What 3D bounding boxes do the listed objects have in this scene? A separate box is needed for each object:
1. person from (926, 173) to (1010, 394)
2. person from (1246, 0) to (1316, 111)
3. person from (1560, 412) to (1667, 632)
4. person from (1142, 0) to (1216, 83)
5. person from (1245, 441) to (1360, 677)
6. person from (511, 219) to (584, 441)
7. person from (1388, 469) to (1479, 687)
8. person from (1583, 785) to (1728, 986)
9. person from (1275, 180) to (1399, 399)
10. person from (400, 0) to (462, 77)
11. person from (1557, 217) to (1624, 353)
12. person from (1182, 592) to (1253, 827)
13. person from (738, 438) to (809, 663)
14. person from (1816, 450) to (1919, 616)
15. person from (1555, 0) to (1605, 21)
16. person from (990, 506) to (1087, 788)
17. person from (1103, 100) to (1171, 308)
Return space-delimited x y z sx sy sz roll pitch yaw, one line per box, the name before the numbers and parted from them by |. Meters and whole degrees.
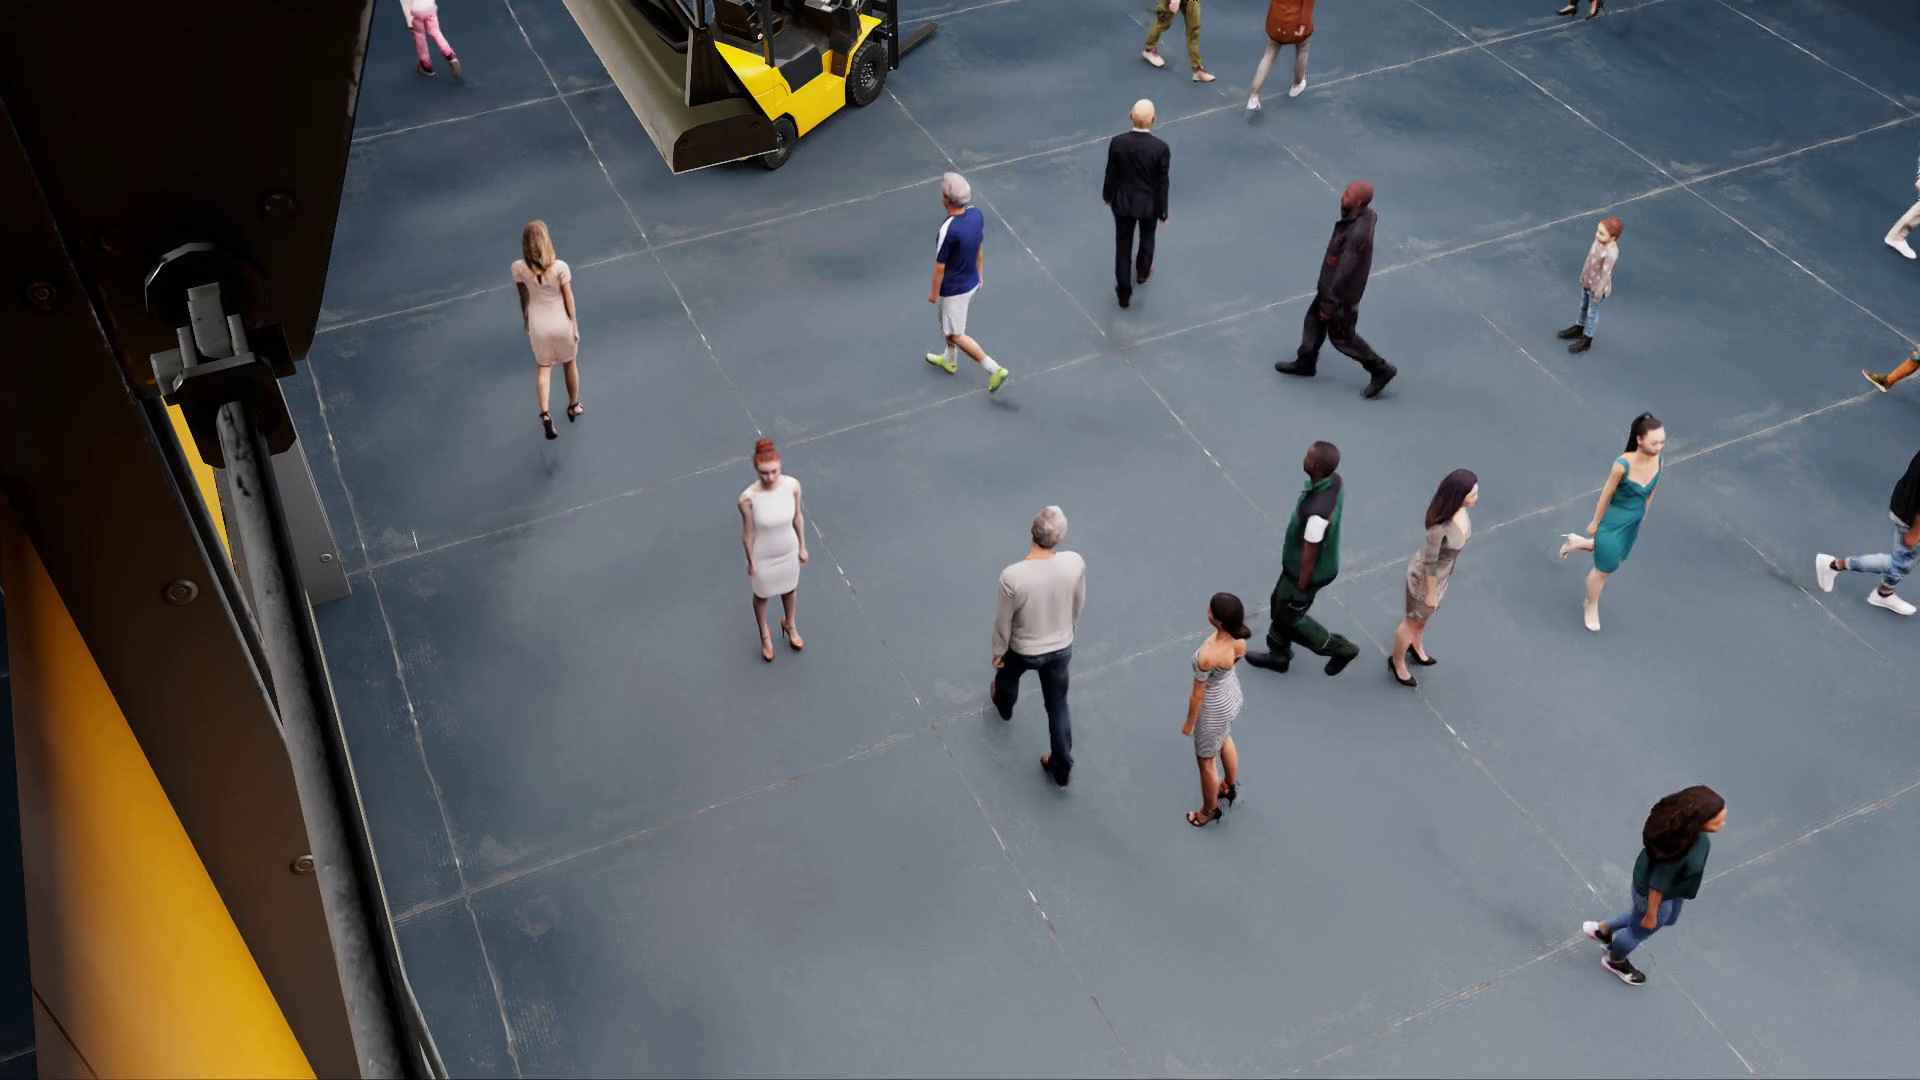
person | 0.052 -1.903 12.604 1.154 1.812 1.015 22 48 21
person | 3.067 -4.900 15.760 1.205 1.798 1.150 23 48 23
person | 4.260 -0.168 10.891 0.625 1.664 0.910 -12 45 -12
person | 2.089 -5.401 16.317 0.874 1.755 1.250 -28 50 -26
person | 2.247 0.186 10.414 1.088 1.809 1.041 8 44 8
person | -3.011 -1.491 12.167 0.823 1.817 0.999 2 44 2
person | 2.931 0.222 10.422 0.718 1.745 0.687 22 48 21
person | 3.640 1.807 8.858 0.800 1.608 0.743 23 48 22
person | 2.994 -1.881 12.581 1.156 1.812 1.207 6 44 6
person | -5.259 -5.211 16.352 0.938 1.432 0.750 31 52 29
person | 5.057 -2.049 13.206 0.582 1.193 0.467 -6 44 -6
person | 1.505 0.990 9.568 0.710 1.811 0.692 25 49 24
person | -1.175 0.079 10.539 0.557 1.791 0.473 -17 46 -17
person | 6.194 -0.239 10.872 1.073 1.792 0.954 27 50 25
person | 6.551 -6.113 17.145 0.870 1.644 0.788 25 49 24
person | 0.510 0.688 9.858 0.840 1.848 1.236 -14 45 -14
person | 1.403 -2.661 13.421 0.992 1.782 1.063 10 44 10
